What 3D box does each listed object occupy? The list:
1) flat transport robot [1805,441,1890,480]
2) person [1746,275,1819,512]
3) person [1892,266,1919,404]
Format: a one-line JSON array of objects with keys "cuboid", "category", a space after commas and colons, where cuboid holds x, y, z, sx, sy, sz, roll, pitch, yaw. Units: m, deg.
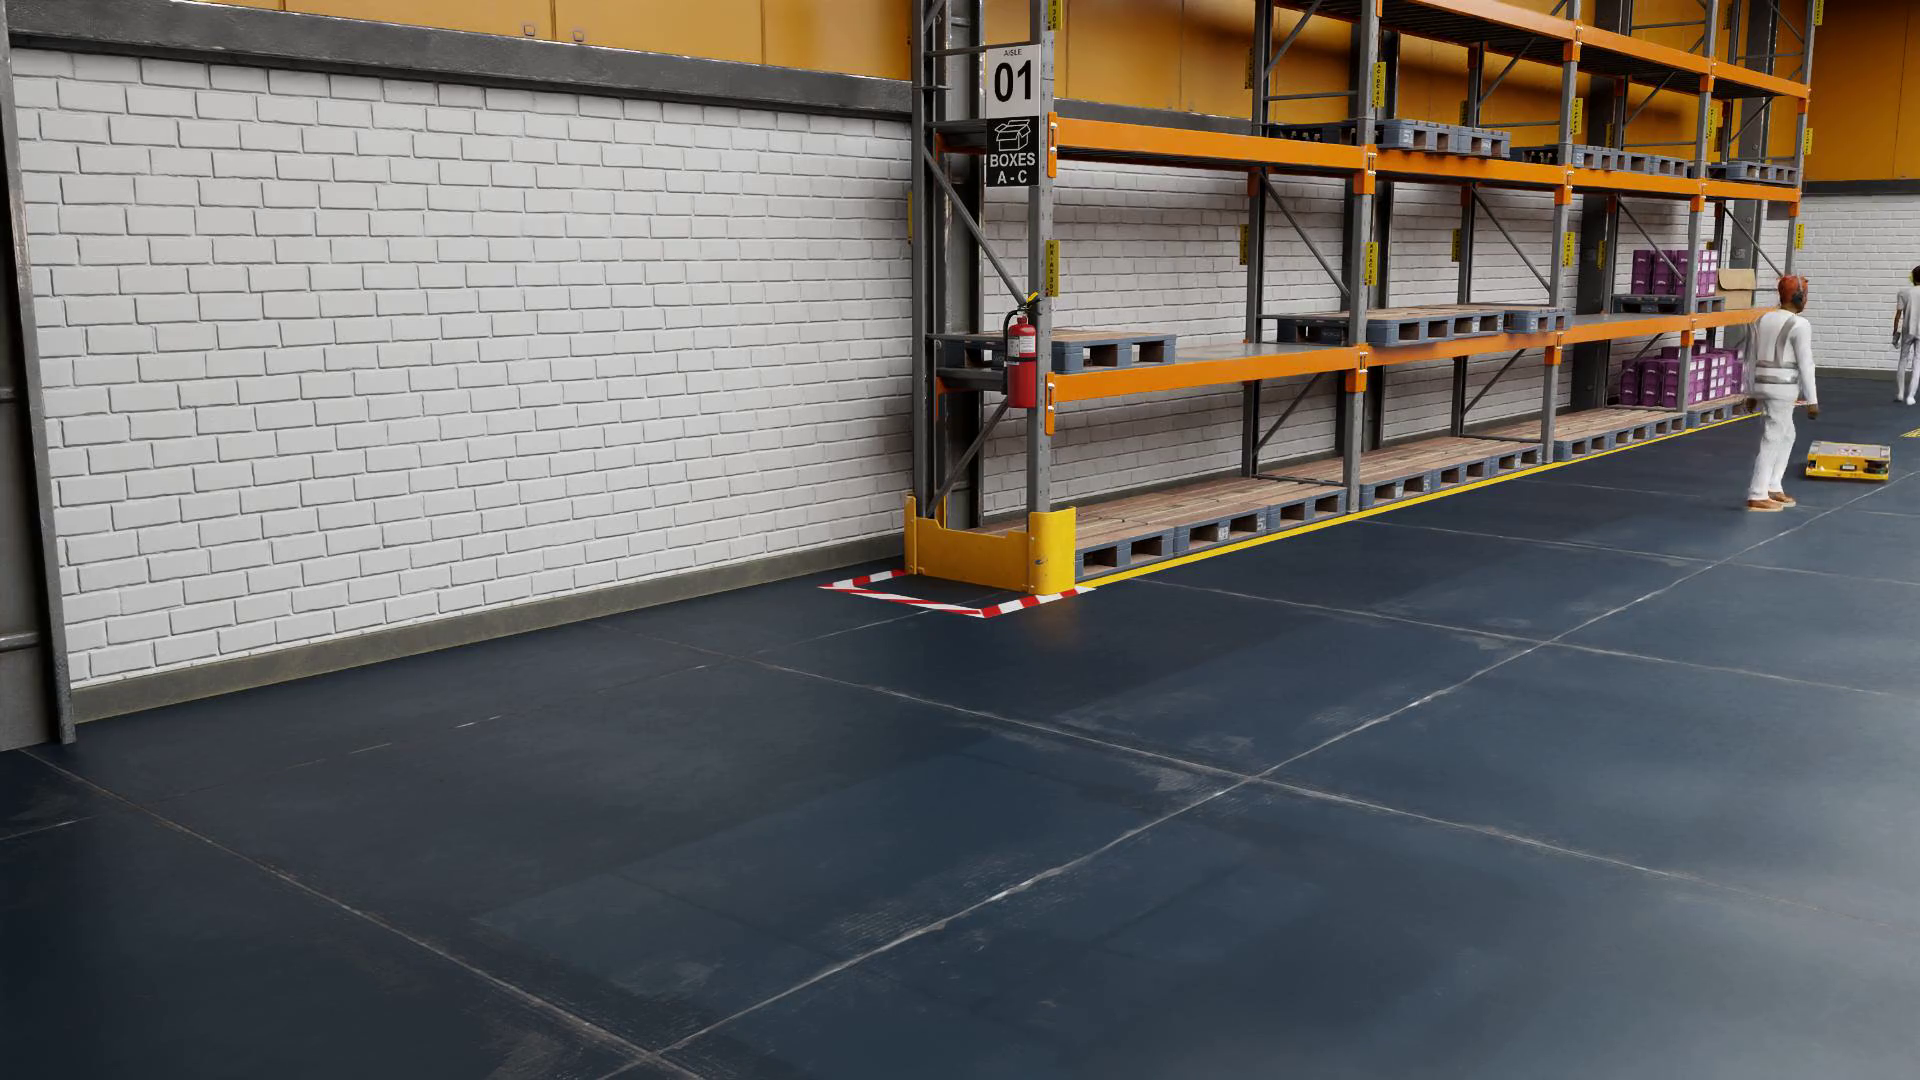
[{"cuboid": [8.189, -0.739, 15.324, 0.652, 0.197, 1.431, 5, 11, 28], "category": "flat transport robot"}, {"cuboid": [6.507, -1.135, 13.044, 0.635, 1.860, 0.595, -1, 10, -7], "category": "person"}, {"cuboid": [12.845, -2.746, 22.323, 0.540, 1.834, 0.873, 7, 12, 34], "category": "person"}]
